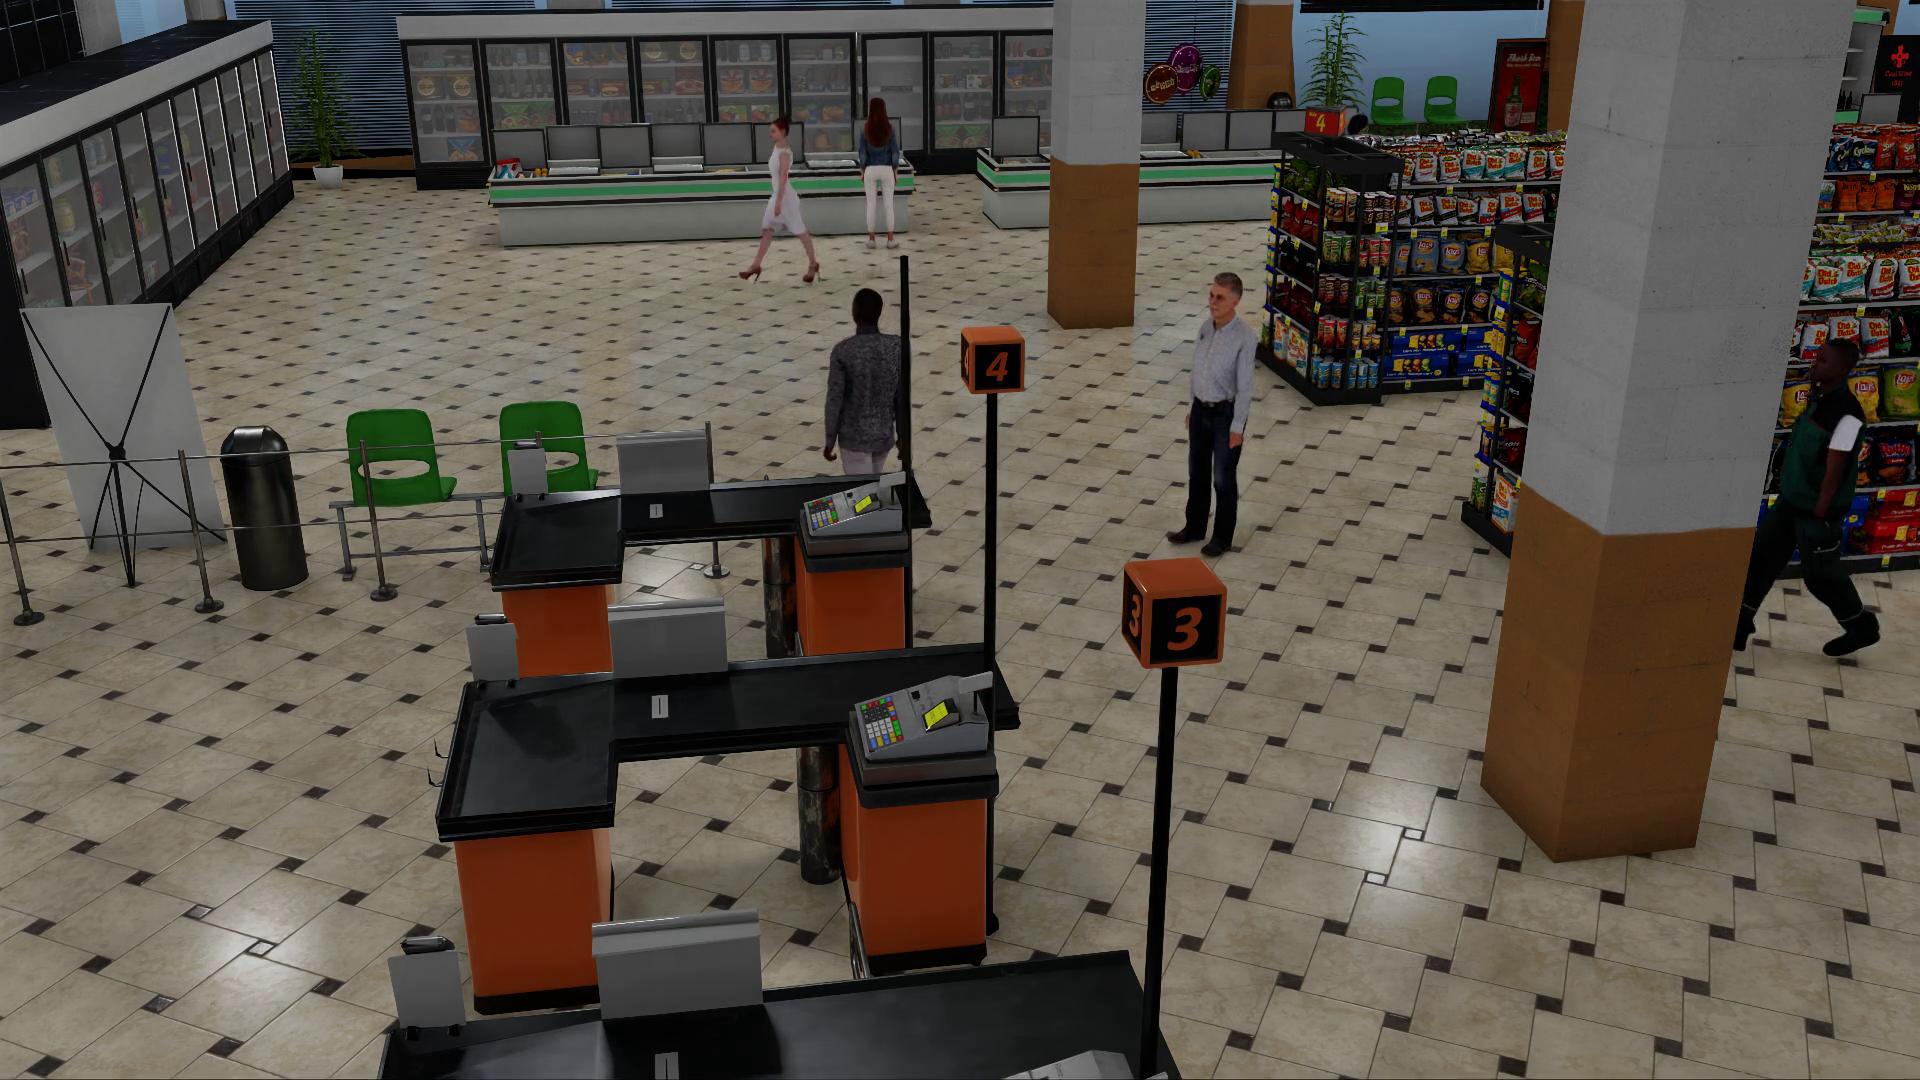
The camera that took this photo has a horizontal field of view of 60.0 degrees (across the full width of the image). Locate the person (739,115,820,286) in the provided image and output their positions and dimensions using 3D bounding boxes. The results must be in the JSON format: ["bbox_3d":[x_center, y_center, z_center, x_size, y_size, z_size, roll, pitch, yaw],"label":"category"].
[{"bbox_3d":[-1.716,-3.478,17.248,1.160,1.746,0.763,-9,24,-21],"label":"person"}]

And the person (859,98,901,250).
[{"bbox_3d":[-0.934,-4.214,19.142,0.516,1.700,0.715,0,22,1],"label":"person"}]

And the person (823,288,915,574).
[{"bbox_3d":[-0.516,-0.560,9.902,1.195,1.810,1.075,-15,26,-33],"label":"person"}]

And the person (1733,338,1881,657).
[{"bbox_3d":[4.671,-0.168,8.941,1.285,1.798,0.934,2,22,6],"label":"person"}]

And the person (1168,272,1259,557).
[{"bbox_3d":[1.654,-0.805,10.500,0.760,1.818,0.761,-15,26,-32],"label":"person"}]
